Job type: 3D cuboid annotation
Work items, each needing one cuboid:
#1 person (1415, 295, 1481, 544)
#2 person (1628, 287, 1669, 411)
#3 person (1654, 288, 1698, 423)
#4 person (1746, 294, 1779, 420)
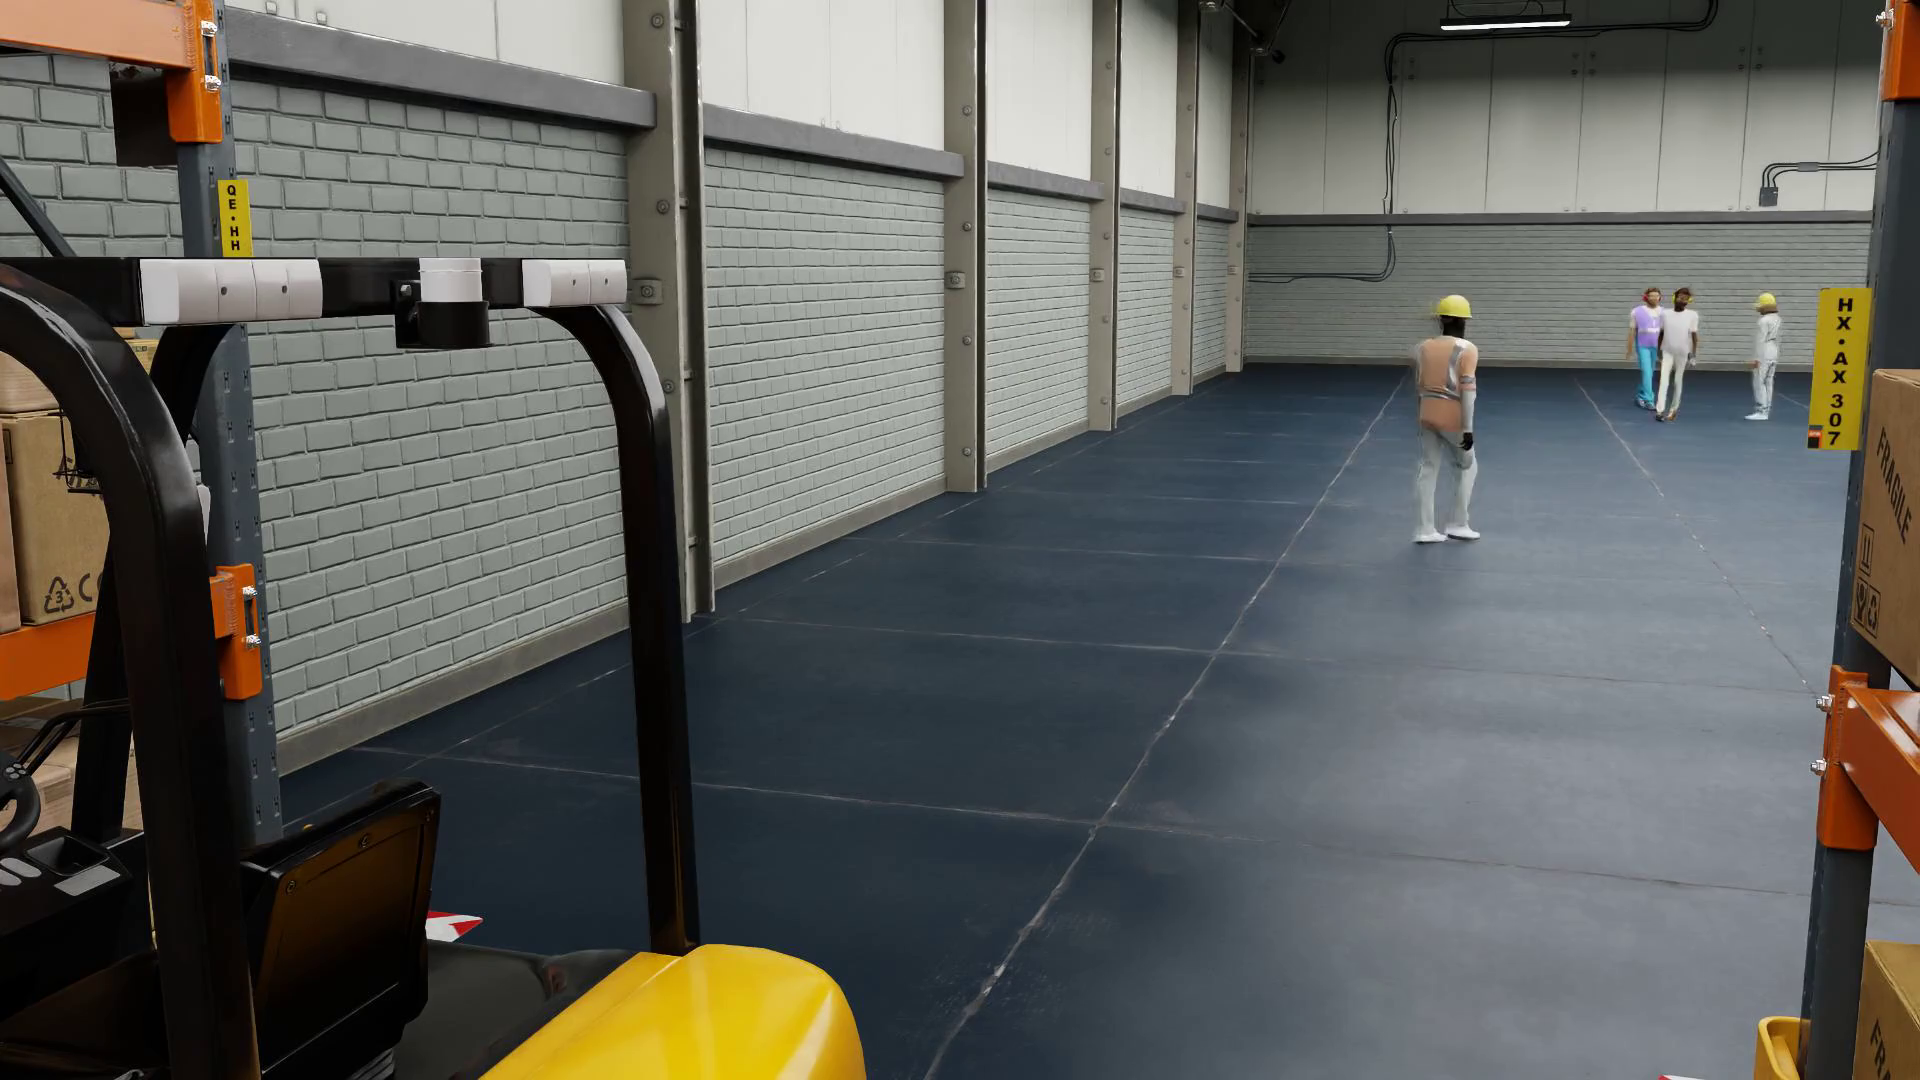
[{"bbox_3d":[3.795,-0.917,12.798,0.682,1.899,0.621,-6,11,-33],"label":"person"},{"bbox_3d":[10.146,-2.824,24.482,0.580,1.805,0.947,0,10,0],"label":"person"},{"bbox_3d":[9.628,-2.480,22.396,0.543,1.808,1.004,6,11,30],"label":"person"},{"bbox_3d":[11.020,-2.492,22.745,0.556,1.721,0.339,-8,13,-41],"label":"person"}]
